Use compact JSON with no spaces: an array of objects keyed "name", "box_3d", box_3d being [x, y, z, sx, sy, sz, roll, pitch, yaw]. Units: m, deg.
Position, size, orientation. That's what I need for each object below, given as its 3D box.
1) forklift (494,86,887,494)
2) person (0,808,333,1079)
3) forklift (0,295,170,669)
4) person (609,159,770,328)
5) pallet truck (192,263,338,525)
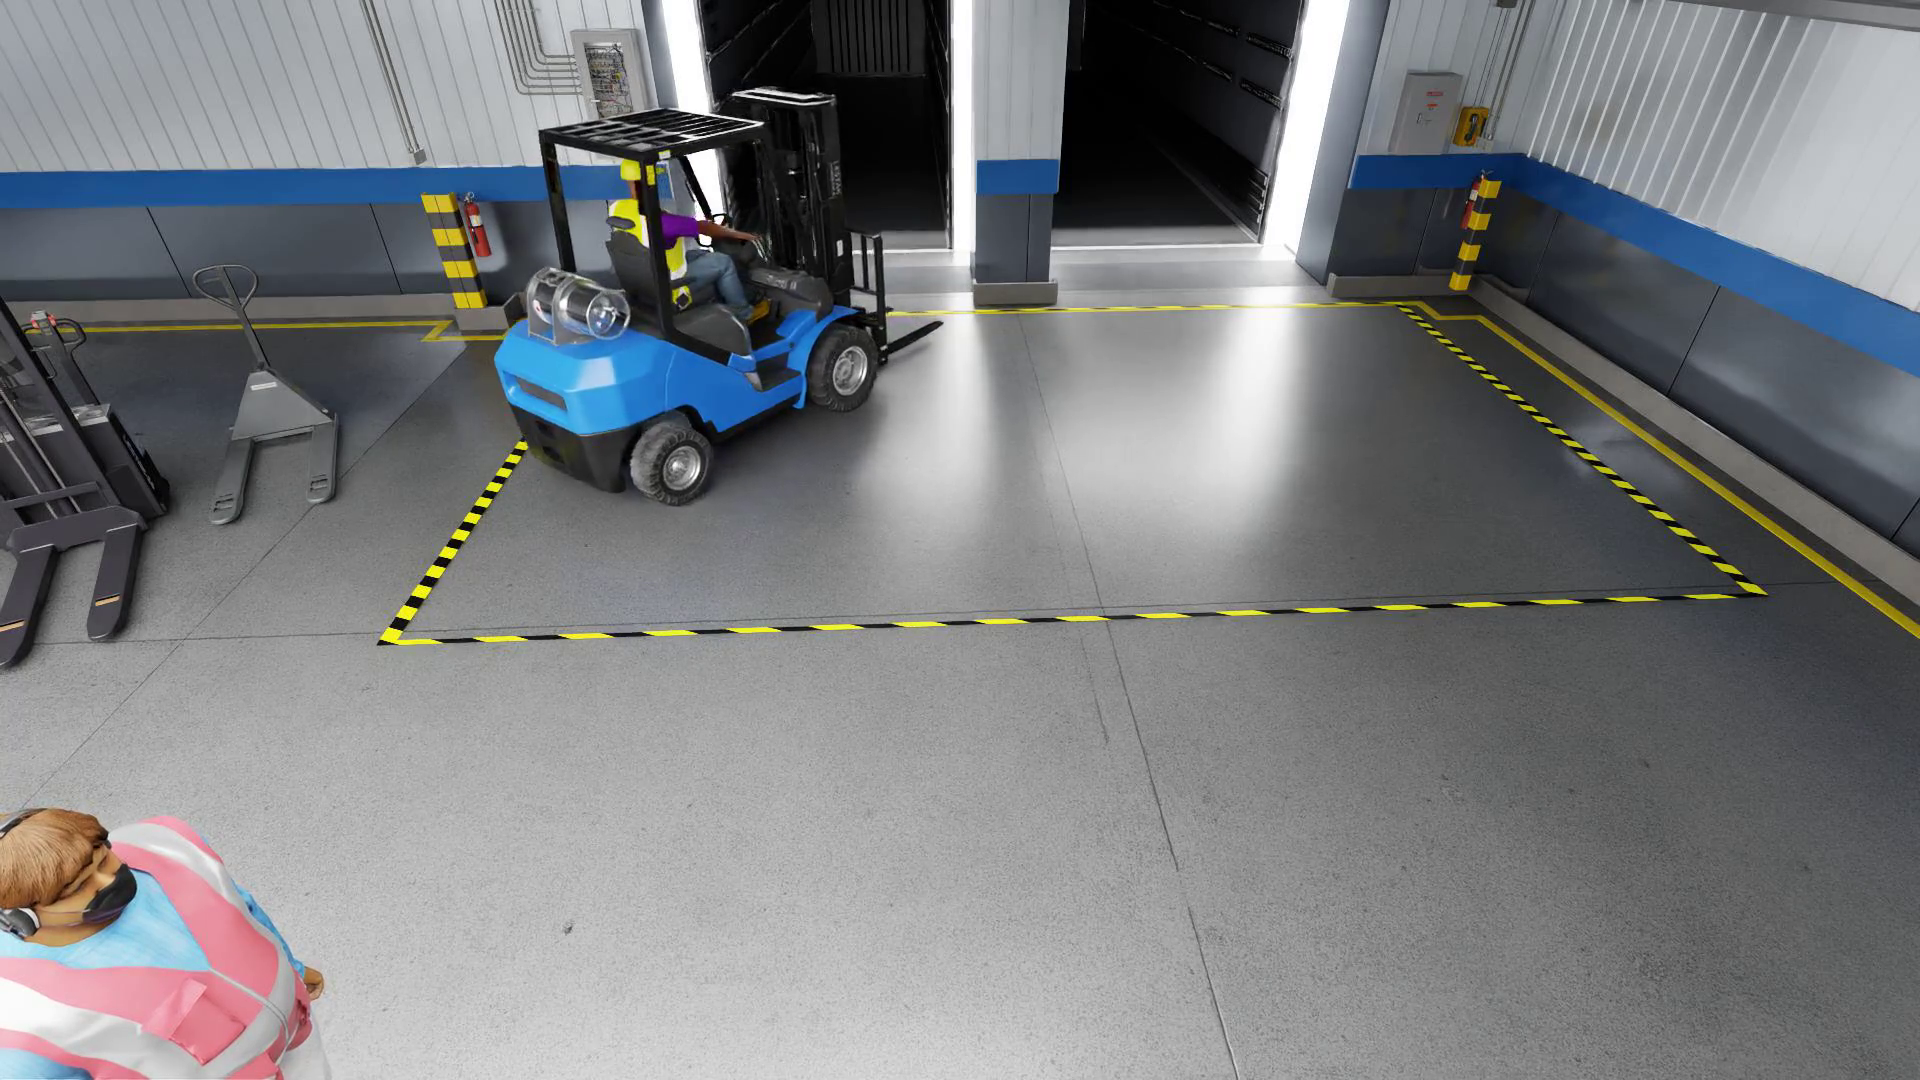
[{"name":"forklift","box_3d":[-1.820,-1.819,6.293,1.157,2.036,2.680,23,41,29]},{"name":"person","box_3d":[-1.810,1.295,2.265,0.429,1.843,0.624,-2,35,-3]},{"name":"forklift","box_3d":[-5.212,-0.618,4.878,0.823,1.965,1.885,-20,39,-26]},{"name":"person","box_3d":[-1.779,-1.998,6.222,0.635,1.294,1.004,23,41,29]},{"name":"pallet truck","box_3d":[-4.778,-1.027,6.128,0.680,1.201,1.601,-17,38,-23]}]
